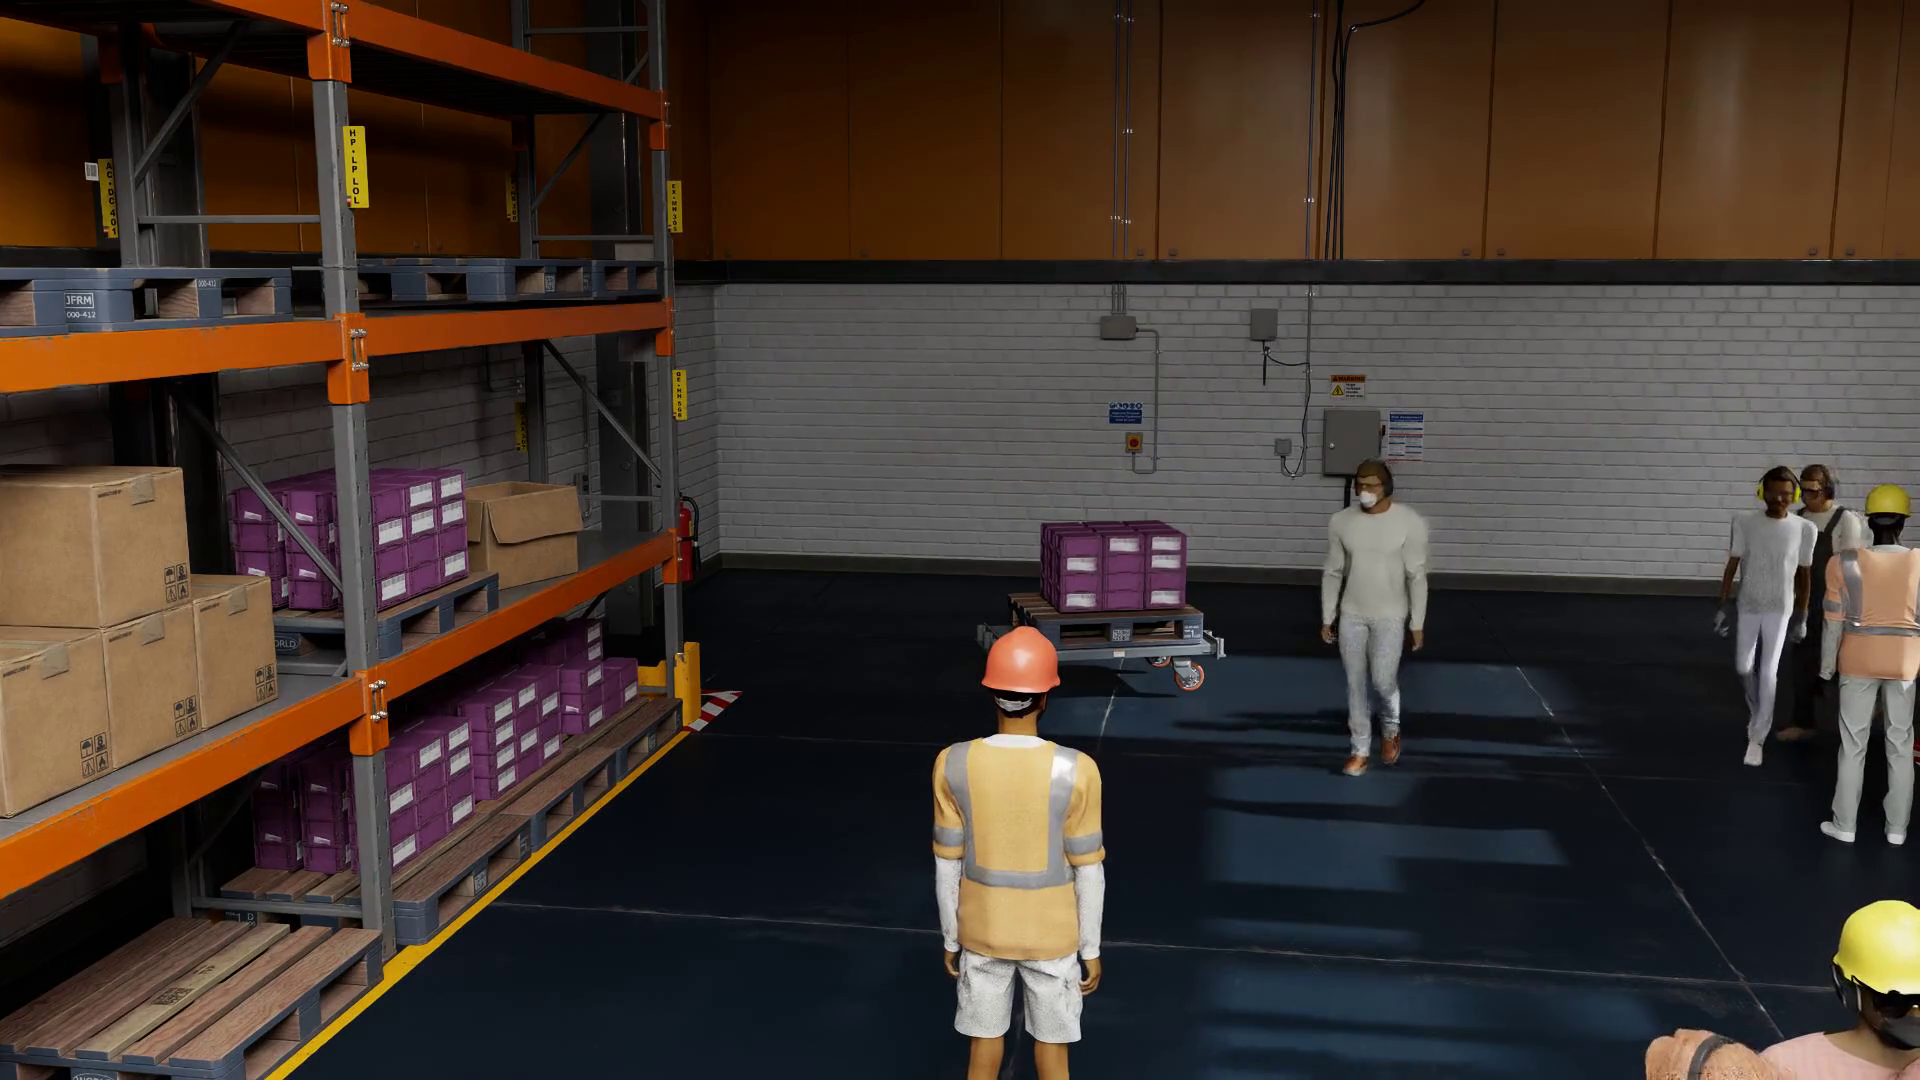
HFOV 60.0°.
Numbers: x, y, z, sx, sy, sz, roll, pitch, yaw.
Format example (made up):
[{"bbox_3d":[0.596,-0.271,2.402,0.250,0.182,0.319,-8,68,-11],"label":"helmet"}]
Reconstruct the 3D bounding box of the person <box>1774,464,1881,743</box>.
[{"bbox_3d":[5.615,0.408,10.690,0.689,1.814,0.564,-3,10,-19],"label":"person"}]

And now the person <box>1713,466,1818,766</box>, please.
[{"bbox_3d":[5.059,0.431,10.454,0.527,1.844,0.866,7,11,36],"label":"person"}]

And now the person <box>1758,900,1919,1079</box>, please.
[{"bbox_3d":[1.882,1.598,3.483,0.524,1.769,0.316,0,9,-1],"label":"person"}]

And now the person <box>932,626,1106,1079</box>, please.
[{"bbox_3d":[0.188,1.228,5.238,0.543,1.939,0.356,2,9,12],"label":"person"}]

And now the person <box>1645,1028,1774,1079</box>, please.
[{"bbox_3d":[1.381,1.711,3.204,0.533,1.623,0.448,-6,11,-32],"label":"person"}]

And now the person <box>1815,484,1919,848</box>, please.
[{"bbox_3d":[4.827,0.666,8.764,0.584,1.919,0.381,2,9,14],"label":"person"}]

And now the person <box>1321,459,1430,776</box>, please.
[{"bbox_3d":[2.459,0.469,9.967,0.647,1.920,0.450,7,11,35],"label":"person"}]
